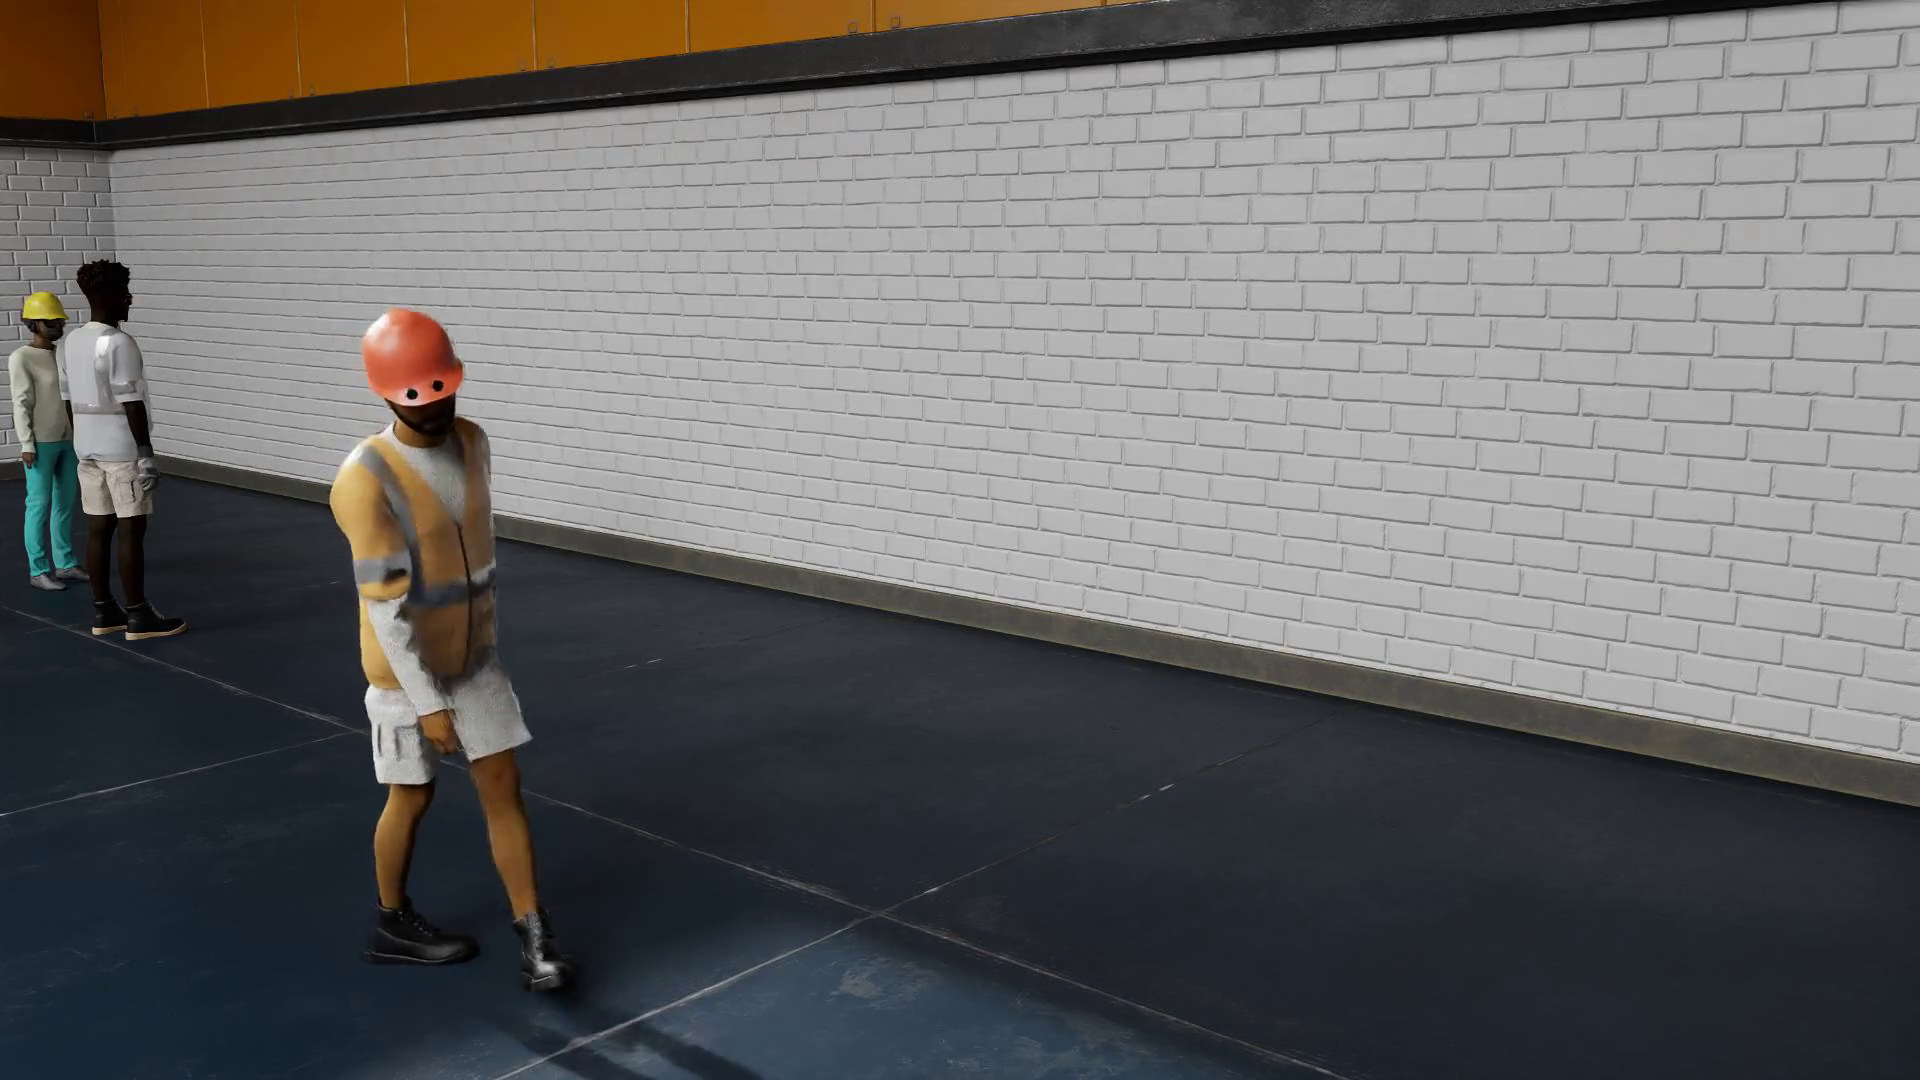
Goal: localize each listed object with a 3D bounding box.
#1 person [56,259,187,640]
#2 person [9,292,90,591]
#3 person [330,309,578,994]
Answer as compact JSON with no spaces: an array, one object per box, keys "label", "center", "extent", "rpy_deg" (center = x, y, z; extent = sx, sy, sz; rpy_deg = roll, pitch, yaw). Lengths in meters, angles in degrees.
[{"label":"person","center":[-4.381,-0.464,8.633],"extent":[0.603,1.967,0.366],"rpy_deg":[6,12,31]},{"label":"person","center":[-5.399,-0.590,9.923],"extent":[0.324,1.767,0.533],"rpy_deg":[1,10,8]},{"label":"person","center":[-1.346,0.325,4.416],"extent":[0.823,1.869,0.620],"rpy_deg":[6,12,31]}]
